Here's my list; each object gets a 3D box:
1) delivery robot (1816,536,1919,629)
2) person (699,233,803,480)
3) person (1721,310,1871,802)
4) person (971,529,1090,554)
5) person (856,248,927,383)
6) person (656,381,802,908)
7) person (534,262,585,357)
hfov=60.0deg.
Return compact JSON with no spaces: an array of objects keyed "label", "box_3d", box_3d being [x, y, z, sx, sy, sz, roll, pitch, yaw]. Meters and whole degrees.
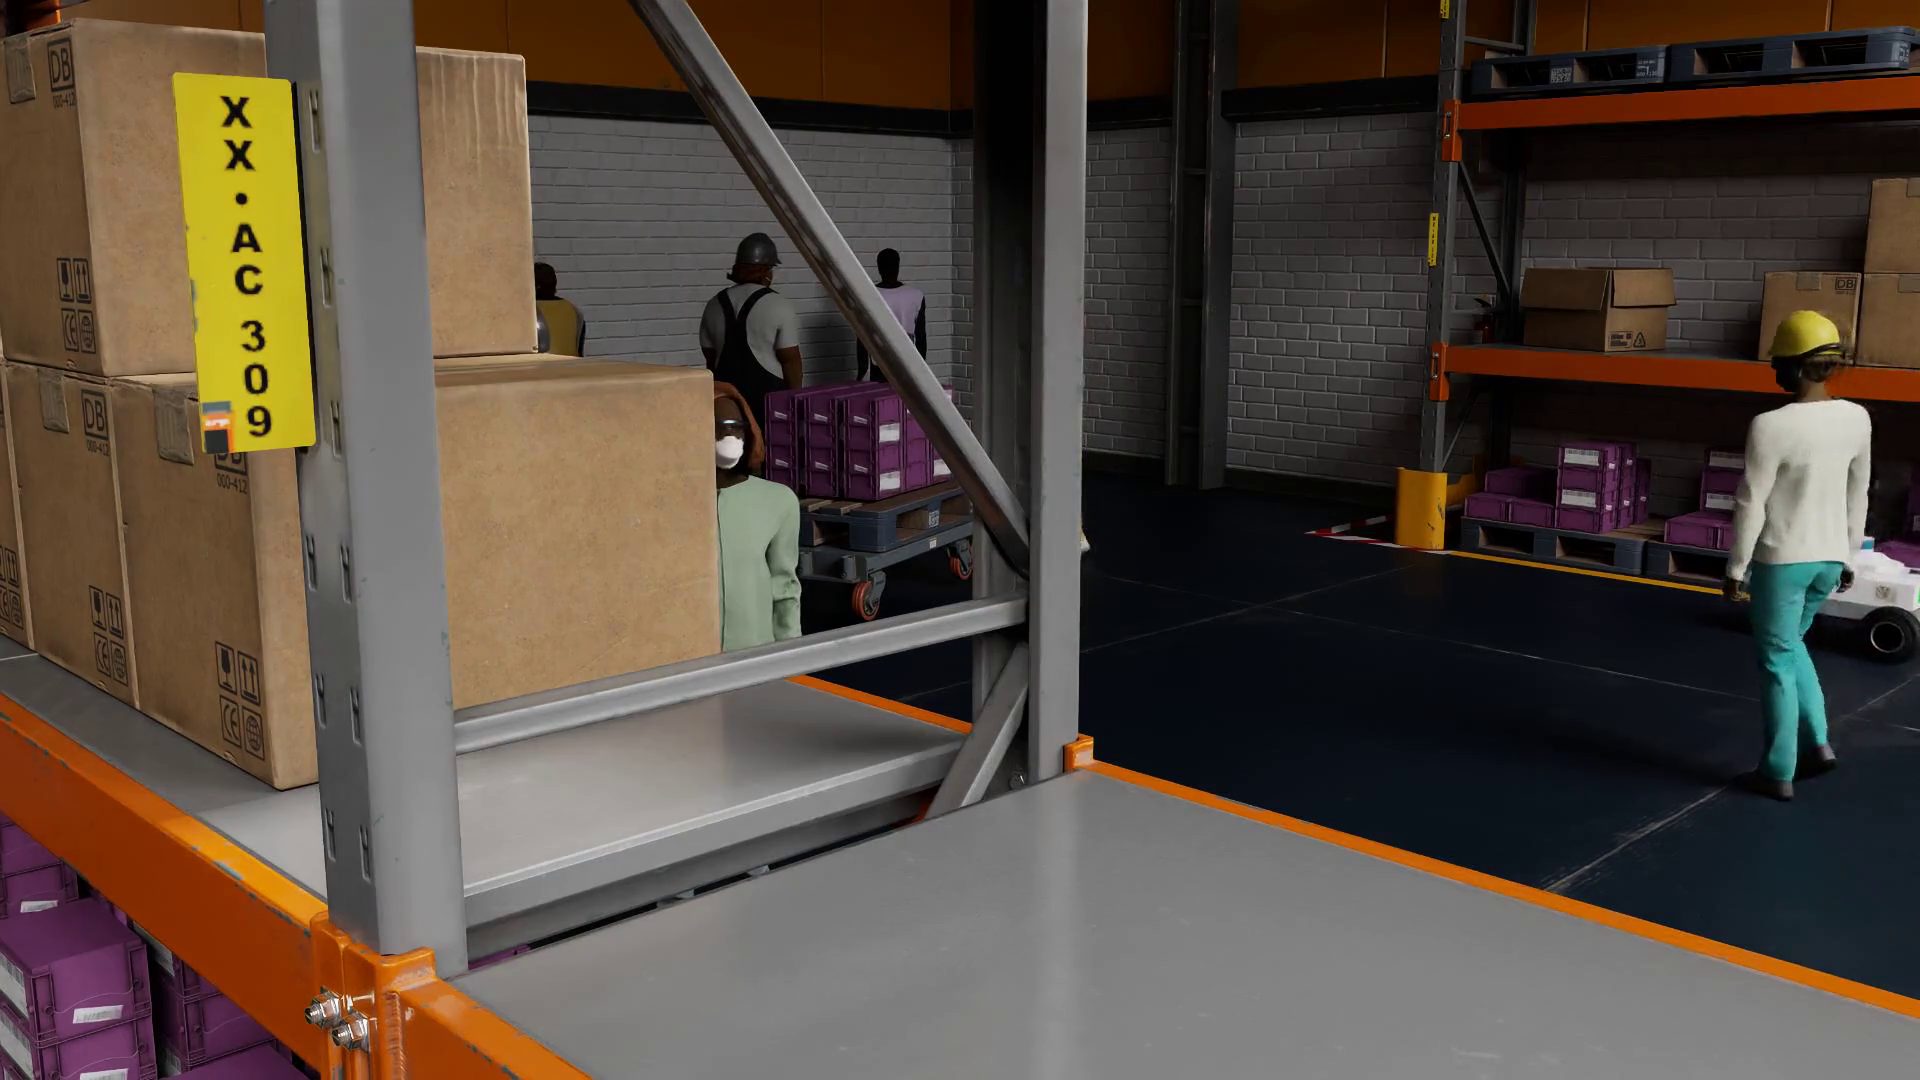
[{"label":"delivery robot","box_3d":[4.390,0.223,8.128,0.477,0.478,0.707,-9,14,-42]},{"label":"person","box_3d":[-1.229,-0.874,10.311,0.682,2.000,0.537,5,12,27]},{"label":"person","box_3d":[2.959,0.065,5.944,0.545,1.754,0.365,-4,11,-21]},{"label":"person","box_3d":[0.415,-0.648,10.303,0.856,1.591,0.515,3,11,16]},{"label":"person","box_3d":[-0.562,-1.423,13.656,0.587,1.914,0.390,-2,11,-12]},{"label":"person","box_3d":[-0.667,0.378,4.586,0.499,1.636,0.286,-5,11,-24]},{"label":"person","box_3d":[-2.868,-0.992,11.503,0.430,1.845,0.625,6,12,30]}]
